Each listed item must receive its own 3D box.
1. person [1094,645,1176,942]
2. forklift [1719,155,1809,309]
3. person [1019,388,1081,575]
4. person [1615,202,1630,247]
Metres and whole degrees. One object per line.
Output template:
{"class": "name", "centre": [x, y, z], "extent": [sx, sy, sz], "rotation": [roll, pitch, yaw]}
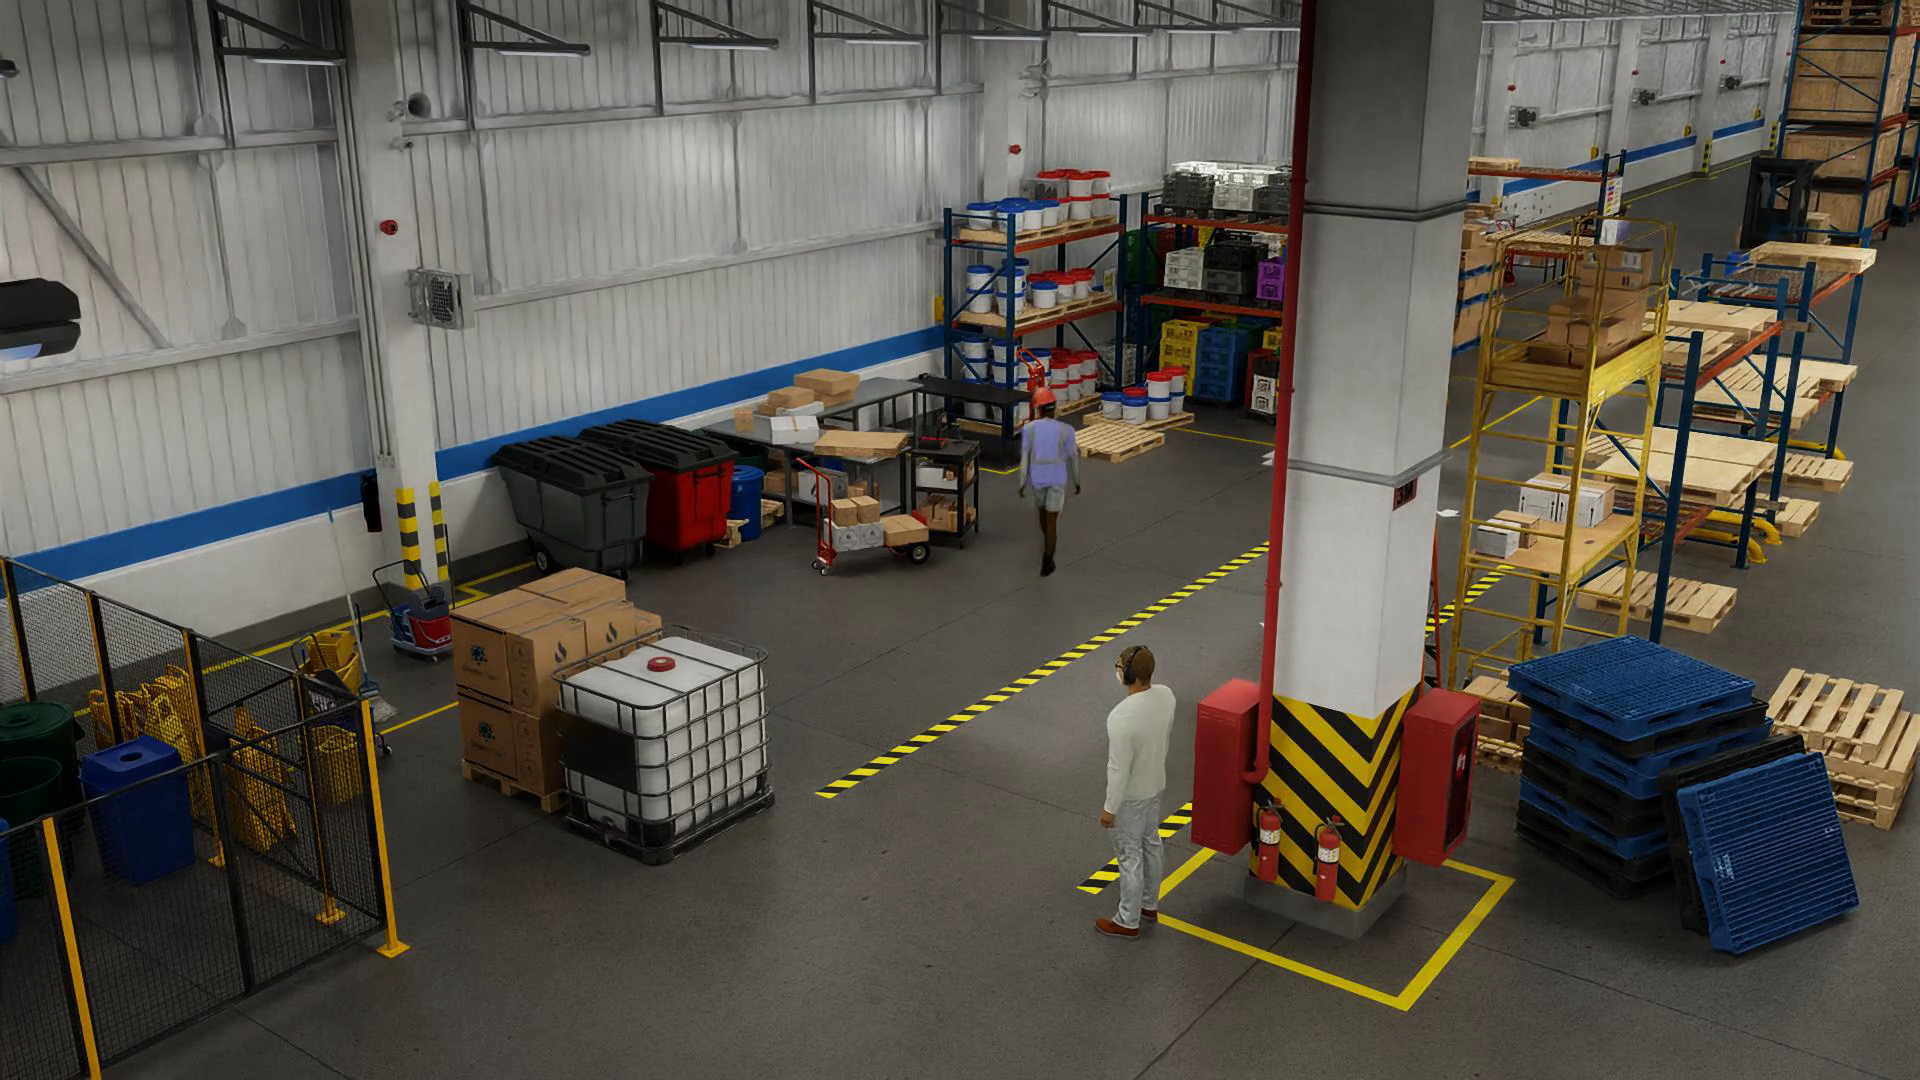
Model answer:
{"class": "person", "centre": [1.080, 1.560, 10.336], "extent": [0.372, 1.940, 0.632], "rotation": [13, 22, 34]}
{"class": "forklift", "centre": [15.304, -5.824, 31.444], "extent": [1.129, 2.768, 1.873], "rotation": [13, 22, 34]}
{"class": "person", "centre": [0.948, -0.647, 17.188], "extent": [0.616, 1.866, 0.991], "rotation": [4, 18, 11]}
{"class": "person", "centre": [12.623, -5.519, 32.003], "extent": [0.372, 1.940, 0.632], "rotation": [13, 22, 34]}
